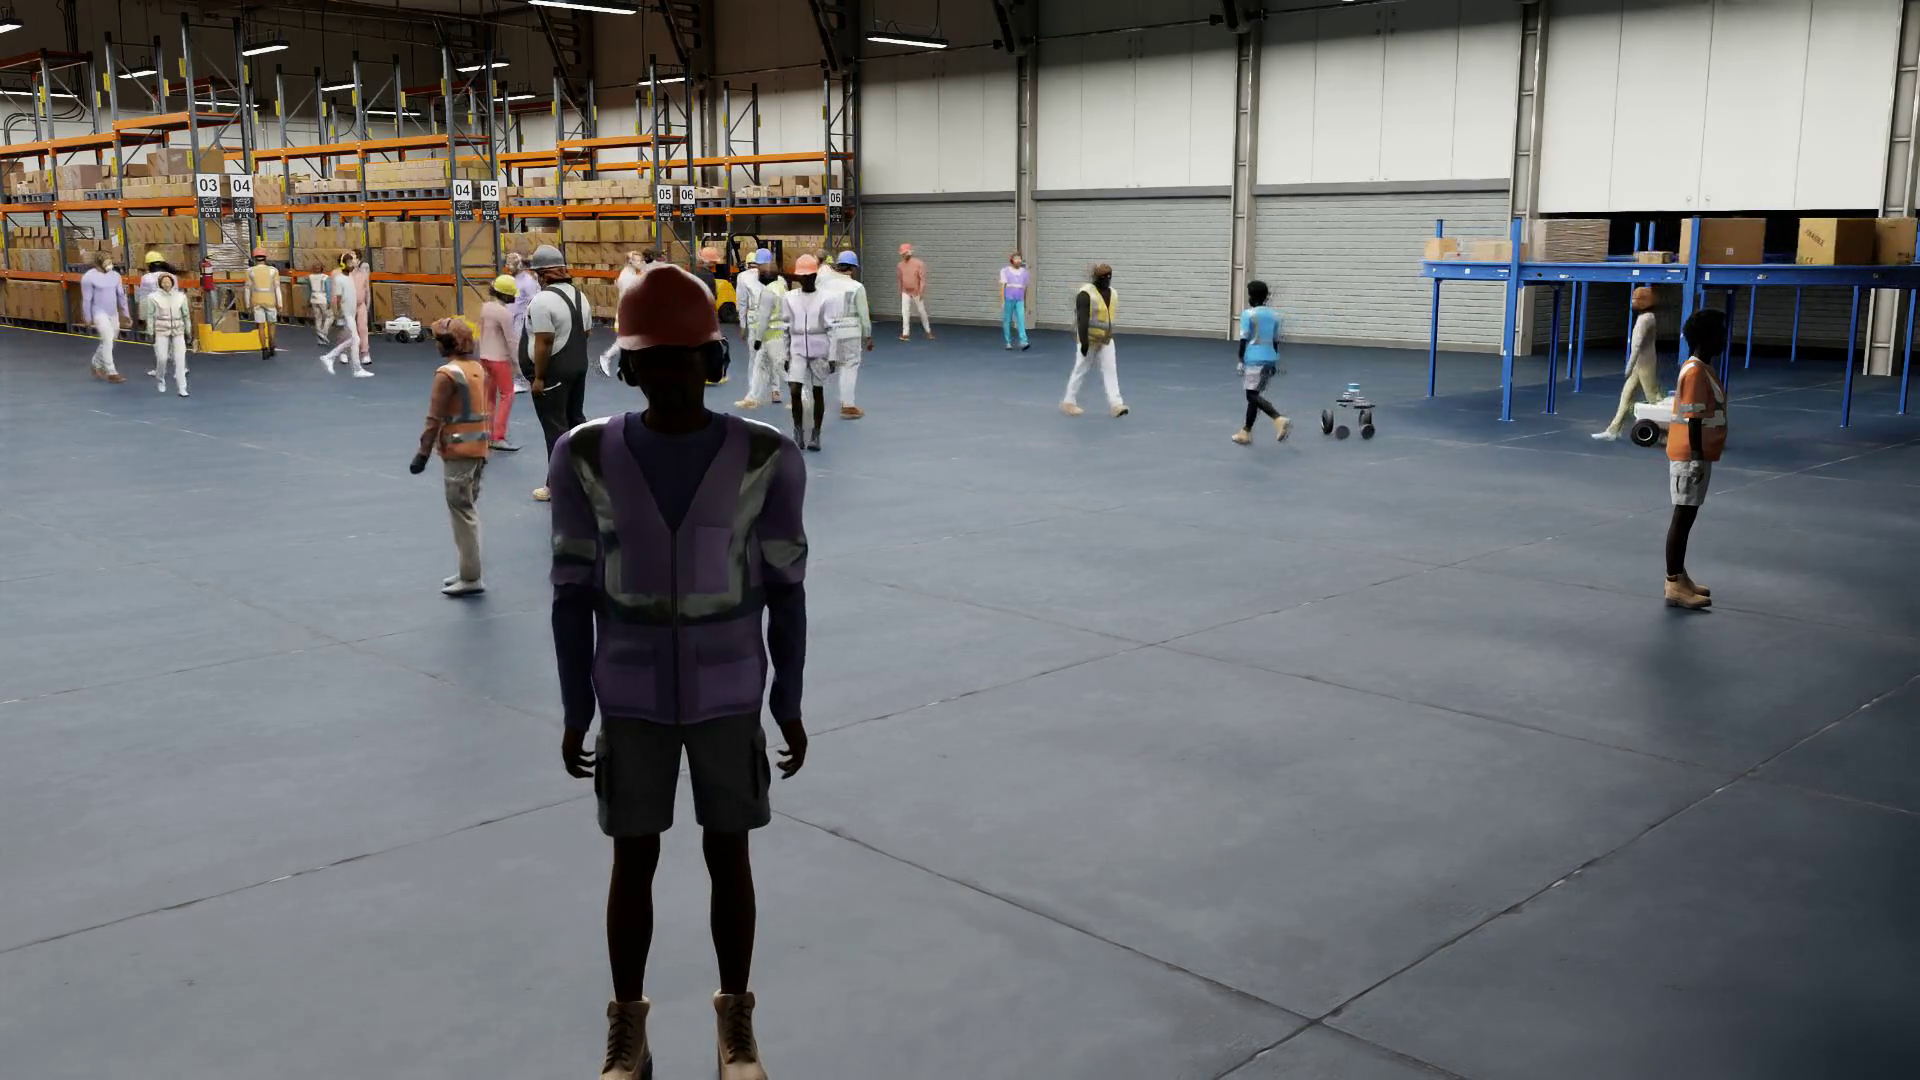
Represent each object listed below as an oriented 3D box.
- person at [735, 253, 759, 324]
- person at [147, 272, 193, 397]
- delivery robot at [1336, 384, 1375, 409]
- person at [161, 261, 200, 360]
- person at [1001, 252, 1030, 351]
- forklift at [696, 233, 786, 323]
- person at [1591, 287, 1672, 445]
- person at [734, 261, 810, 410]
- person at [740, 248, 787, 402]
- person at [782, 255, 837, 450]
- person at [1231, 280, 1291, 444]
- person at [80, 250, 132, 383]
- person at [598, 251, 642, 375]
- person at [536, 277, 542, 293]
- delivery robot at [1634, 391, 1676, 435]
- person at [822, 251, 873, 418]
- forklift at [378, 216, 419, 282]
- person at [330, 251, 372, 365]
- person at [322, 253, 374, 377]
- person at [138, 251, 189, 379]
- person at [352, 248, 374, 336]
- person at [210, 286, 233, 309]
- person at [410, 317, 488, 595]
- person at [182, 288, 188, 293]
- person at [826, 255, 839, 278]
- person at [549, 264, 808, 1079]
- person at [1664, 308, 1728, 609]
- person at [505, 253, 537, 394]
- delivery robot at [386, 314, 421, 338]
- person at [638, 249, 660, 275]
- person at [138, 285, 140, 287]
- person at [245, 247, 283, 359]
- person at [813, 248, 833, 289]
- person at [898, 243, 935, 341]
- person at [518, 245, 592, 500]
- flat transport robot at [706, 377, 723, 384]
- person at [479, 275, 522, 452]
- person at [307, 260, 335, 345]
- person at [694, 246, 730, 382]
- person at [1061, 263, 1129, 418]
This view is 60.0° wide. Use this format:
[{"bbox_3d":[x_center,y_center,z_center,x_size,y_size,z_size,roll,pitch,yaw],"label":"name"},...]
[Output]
[{"bbox_3d":[-3.562,-3.995,28.440,0.611,1.797,0.829,-5,11,-23],"label":"person"},{"bbox_3d":[-10.418,-2.714,21.945,0.524,1.632,0.484,-8,13,-39],"label":"person"},{"bbox_3d":[4.180,-1.543,17.646,0.335,0.223,0.698,-1,10,-4],"label":"delivery robot"},{"bbox_3d":[-13.482,-3.941,28.520,0.532,1.677,0.637,10,14,44],"label":"person"},{"bbox_3d":[1.015,-4.406,30.714,0.596,1.792,0.962,-3,11,-16],"label":"person"},{"bbox_3d":[-5.496,-6.489,41.108,2.313,2.155,1.214,-10,14,-44],"label":"forklift"},{"bbox_3d":[6.975,-1.779,16.951,0.854,1.591,0.530,5,11,25],"label":"person"},{"bbox_3d":[-2.267,-2.473,20.188,0.947,1.805,0.631,0,10,2],"label":"person"},{"bbox_3d":[-2.487,-2.721,21.122,0.615,1.943,0.409,-2,11,-9],"label":"person"},{"bbox_3d":[-1.483,-1.807,16.225,0.566,1.909,0.771,1,10,6],"label":"person"},{"bbox_3d":[3.073,-1.785,16.787,0.557,1.663,0.704,-8,13,-38],"label":"person"},{"bbox_3d":[-12.506,-3.264,24.220,0.865,1.901,0.635,4,11,19],"label":"person"},{"bbox_3d":[-4.962,-3.360,24.811,0.806,1.881,0.653,1,10,4],"label":"person"},{"bbox_3d":[-7.608,-4.389,30.358,0.698,1.897,0.602,-2,11,-9],"label":"person"},{"bbox_3d":[7.232,-1.274,16.890,0.707,0.478,0.477,5,11,24],"label":"delivery robot"},{"bbox_3d":[-1.277,-2.393,19.363,0.663,1.925,0.527,8,13,36],"label":"person"},{"bbox_3d":[-17.868,-9.201,54.028,1.873,2.768,1.129,-10,14,-44],"label":"forklift"},{"bbox_3d":[-10.075,-3.848,27.521,0.643,1.864,0.982,-7,13,-34],"label":"person"},{"bbox_3d":[-9.220,-3.368,24.924,0.721,1.848,0.530,0,10,0],"label":"person"},{"bbox_3d":[-11.882,-3.355,24.795,0.963,1.882,0.579,4,11,22],"label":"person"},{"bbox_3d":[-12.651,-5.215,35.011,0.506,1.841,0.346,-2,11,-12],"label":"person"},{"bbox_3d":[-17.208,-5.838,38.550,0.935,1.779,0.596,8,13,36],"label":"person"},{"bbox_3d":[-2.966,-0.491,9.810,0.375,1.633,0.530,1,10,5],"label":"person"},{"bbox_3d":[-18.278,-5.903,38.698,0.407,1.866,0.648,8,13,36],"label":"person"},{"bbox_3d":[-2.653,-4.848,33.355,0.492,1.719,0.774,-5,12,-27],"label":"person"},{"bbox_3d":[-0.662,0.374,3.980,0.609,2.044,0.394,-1,10,-6],"label":"person"},{"bbox_3d":[4.230,-0.477,9.564,0.318,1.699,0.535,5,11,24],"label":"person"},{"bbox_3d":[-5.909,-2.938,22.484,0.629,1.880,0.654,-9,14,-41],"label":"person"},{"bbox_3d":[-11.105,-4.259,33.169,0.707,0.478,0.477,6,12,29],"label":"delivery robot"},{"bbox_3d":[-6.595,-5.229,35.149,0.654,1.813,0.703,6,12,31],"label":"person"},{"bbox_3d":[-20.728,-6.648,42.559,0.372,1.940,0.632,9,14,40],"label":"person"},{"bbox_3d":[-12.026,-4.092,28.731,0.588,1.895,0.795,-4,11,-22],"label":"person"},{"bbox_3d":[-2.145,-3.785,27.048,0.881,1.911,0.633,0,10,0],"label":"person"},{"bbox_3d":[-0.929,-5.046,33.807,0.628,1.959,0.833,4,11,21],"label":"person"},{"bbox_3d":[-3.294,-1.337,13.435,0.535,2.000,0.688,4,11,19],"label":"person"},{"bbox_3d":[-4.090,-2.371,23.903,0.652,0.197,1.431,-10,14,-43],"label":"flat transport robot"},{"bbox_3d":[-4.571,-1.752,16.464,0.643,1.722,0.326,10,14,43],"label":"person"},{"bbox_3d":[-12.354,-4.581,32.147,0.519,1.629,0.360,2,11,13],"label":"person"},{"bbox_3d":[-3.716,-3.214,23.811,0.851,1.959,0.636,-6,12,-29],"label":"person"},{"bbox_3d":[1.590,-2.329,19.448,0.660,1.786,0.982,-8,13,-36],"label":"person"}]
